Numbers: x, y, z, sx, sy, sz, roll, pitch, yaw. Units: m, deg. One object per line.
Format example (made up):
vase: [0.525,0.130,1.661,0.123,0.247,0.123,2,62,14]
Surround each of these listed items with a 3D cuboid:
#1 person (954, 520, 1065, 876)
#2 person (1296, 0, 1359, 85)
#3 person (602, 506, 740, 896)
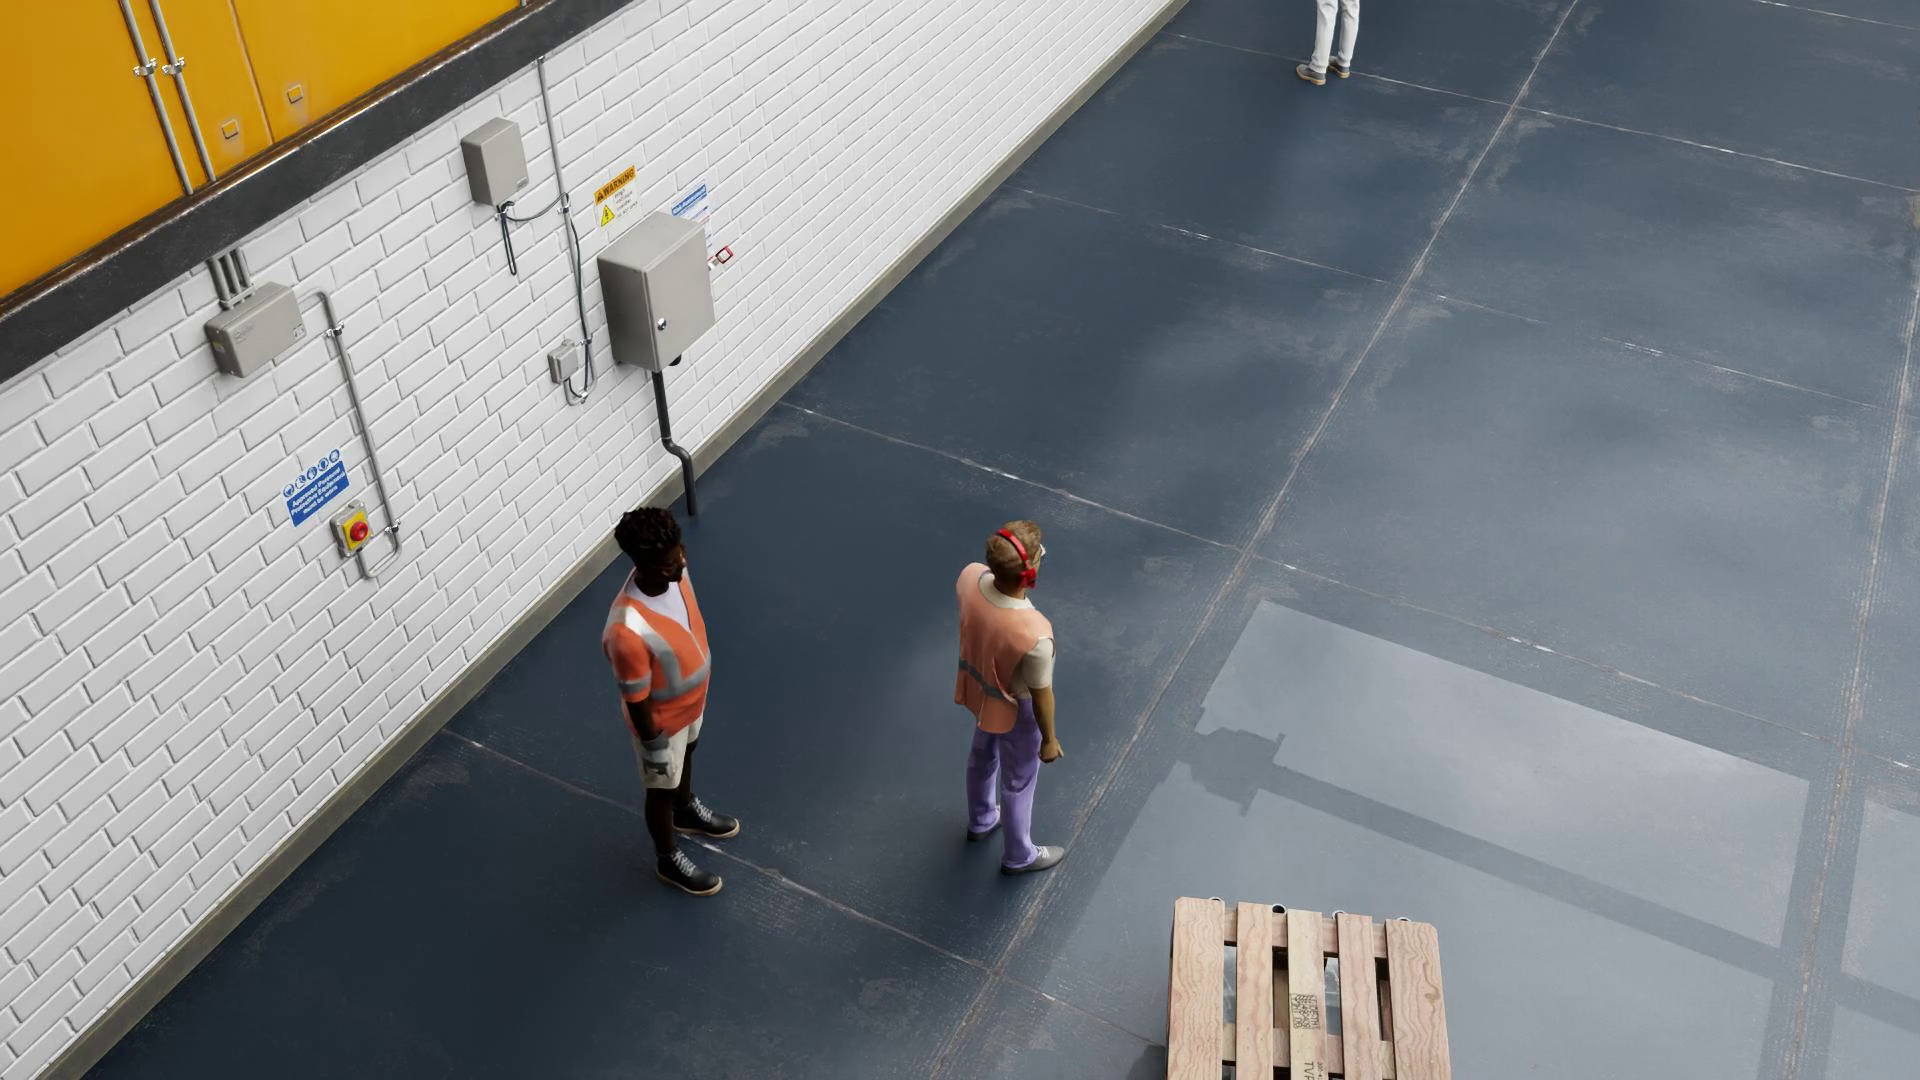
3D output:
person: [0.193,0.676,6.844,0.390,1.849,0.564,-25,47,-26]
person: [2.918,-4.431,12.739,0.573,1.884,0.357,-18,44,-20]
person: [-1.183,0.648,6.789,0.369,1.966,0.600,8,41,9]
